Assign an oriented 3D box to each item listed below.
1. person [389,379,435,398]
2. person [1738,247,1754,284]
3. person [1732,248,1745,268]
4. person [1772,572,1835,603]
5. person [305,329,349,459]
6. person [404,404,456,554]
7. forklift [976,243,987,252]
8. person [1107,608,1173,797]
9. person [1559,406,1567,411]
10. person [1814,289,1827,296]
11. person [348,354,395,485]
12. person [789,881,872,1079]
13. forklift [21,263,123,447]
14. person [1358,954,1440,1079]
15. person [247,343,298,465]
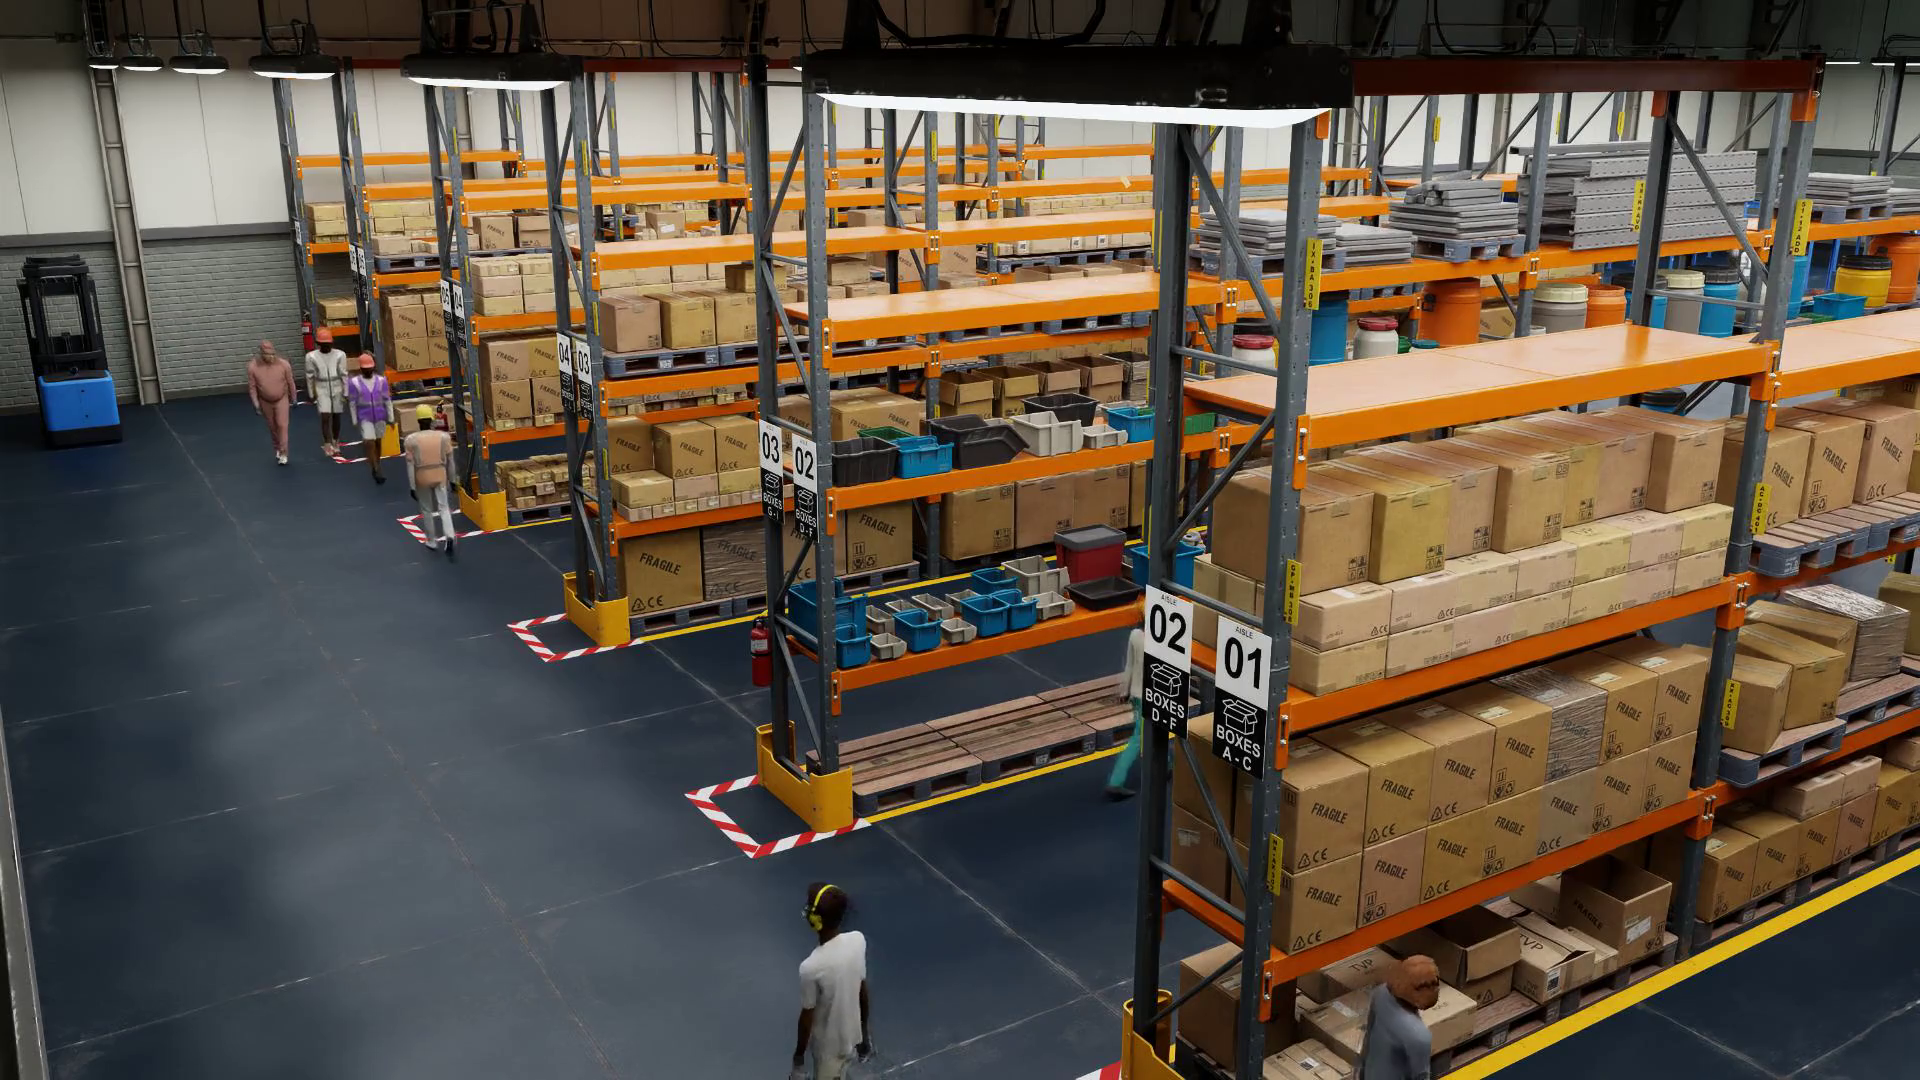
[{"bbox_3d":[-10.052,-3.510,28.684,0.723,1.922,0.633,-5,18,-17],"label":"person"},{"bbox_3d":[18.906,-6.293,37.765,0.545,1.939,0.354,3,17,8],"label":"person"},{"bbox_3d":[19.759,-6.861,39.862,0.875,1.808,0.532,-14,22,-39],"label":"person"},{"bbox_3d":[8.429,0.551,15.672,0.820,1.731,0.541,-8,19,-25],"label":"person"},{"bbox_3d":[-9.745,-2.261,24.438,0.605,1.998,0.959,-9,19,-26],"label":"person"},{"bbox_3d":[-6.572,-0.751,19.662,0.592,1.903,0.779,-10,20,-29],"label":"person"},{"bbox_3d":[0.988,-5.474,34.718,1.214,2.155,2.313,-10,20,-31],"label":"forklift"},{"bbox_3d":[1.591,1.301,13.243,0.915,1.719,0.546,-9,19,-26],"label":"person"},{"bbox_3d":[10.073,-2.833,26.447,0.594,1.921,0.388,2,17,6],"label":"person"},{"bbox_3d":[16.078,-3.787,29.690,0.736,1.857,0.573,1,17,3],"label":"person"},{"bbox_3d":[-8.524,-1.757,22.968,0.569,1.888,0.957,-11,20,-31],"label":"person"},{"bbox_3d":[-0.623,2.705,8.413,0.753,1.852,0.518,10,19,29],"label":"person"},{"bbox_3d":[-14.518,-3.079,25.708,1.129,2.768,1.873,-10,20,-31],"label":"forklift"},{"bbox_3d":[2.264,2.880,8.229,0.369,1.613,0.529,-4,17,-12],"label":"person"},{"bbox_3d":[-10.521,-2.108,24.202,0.638,1.853,0.920,-4,17,-14],"label":"person"}]
